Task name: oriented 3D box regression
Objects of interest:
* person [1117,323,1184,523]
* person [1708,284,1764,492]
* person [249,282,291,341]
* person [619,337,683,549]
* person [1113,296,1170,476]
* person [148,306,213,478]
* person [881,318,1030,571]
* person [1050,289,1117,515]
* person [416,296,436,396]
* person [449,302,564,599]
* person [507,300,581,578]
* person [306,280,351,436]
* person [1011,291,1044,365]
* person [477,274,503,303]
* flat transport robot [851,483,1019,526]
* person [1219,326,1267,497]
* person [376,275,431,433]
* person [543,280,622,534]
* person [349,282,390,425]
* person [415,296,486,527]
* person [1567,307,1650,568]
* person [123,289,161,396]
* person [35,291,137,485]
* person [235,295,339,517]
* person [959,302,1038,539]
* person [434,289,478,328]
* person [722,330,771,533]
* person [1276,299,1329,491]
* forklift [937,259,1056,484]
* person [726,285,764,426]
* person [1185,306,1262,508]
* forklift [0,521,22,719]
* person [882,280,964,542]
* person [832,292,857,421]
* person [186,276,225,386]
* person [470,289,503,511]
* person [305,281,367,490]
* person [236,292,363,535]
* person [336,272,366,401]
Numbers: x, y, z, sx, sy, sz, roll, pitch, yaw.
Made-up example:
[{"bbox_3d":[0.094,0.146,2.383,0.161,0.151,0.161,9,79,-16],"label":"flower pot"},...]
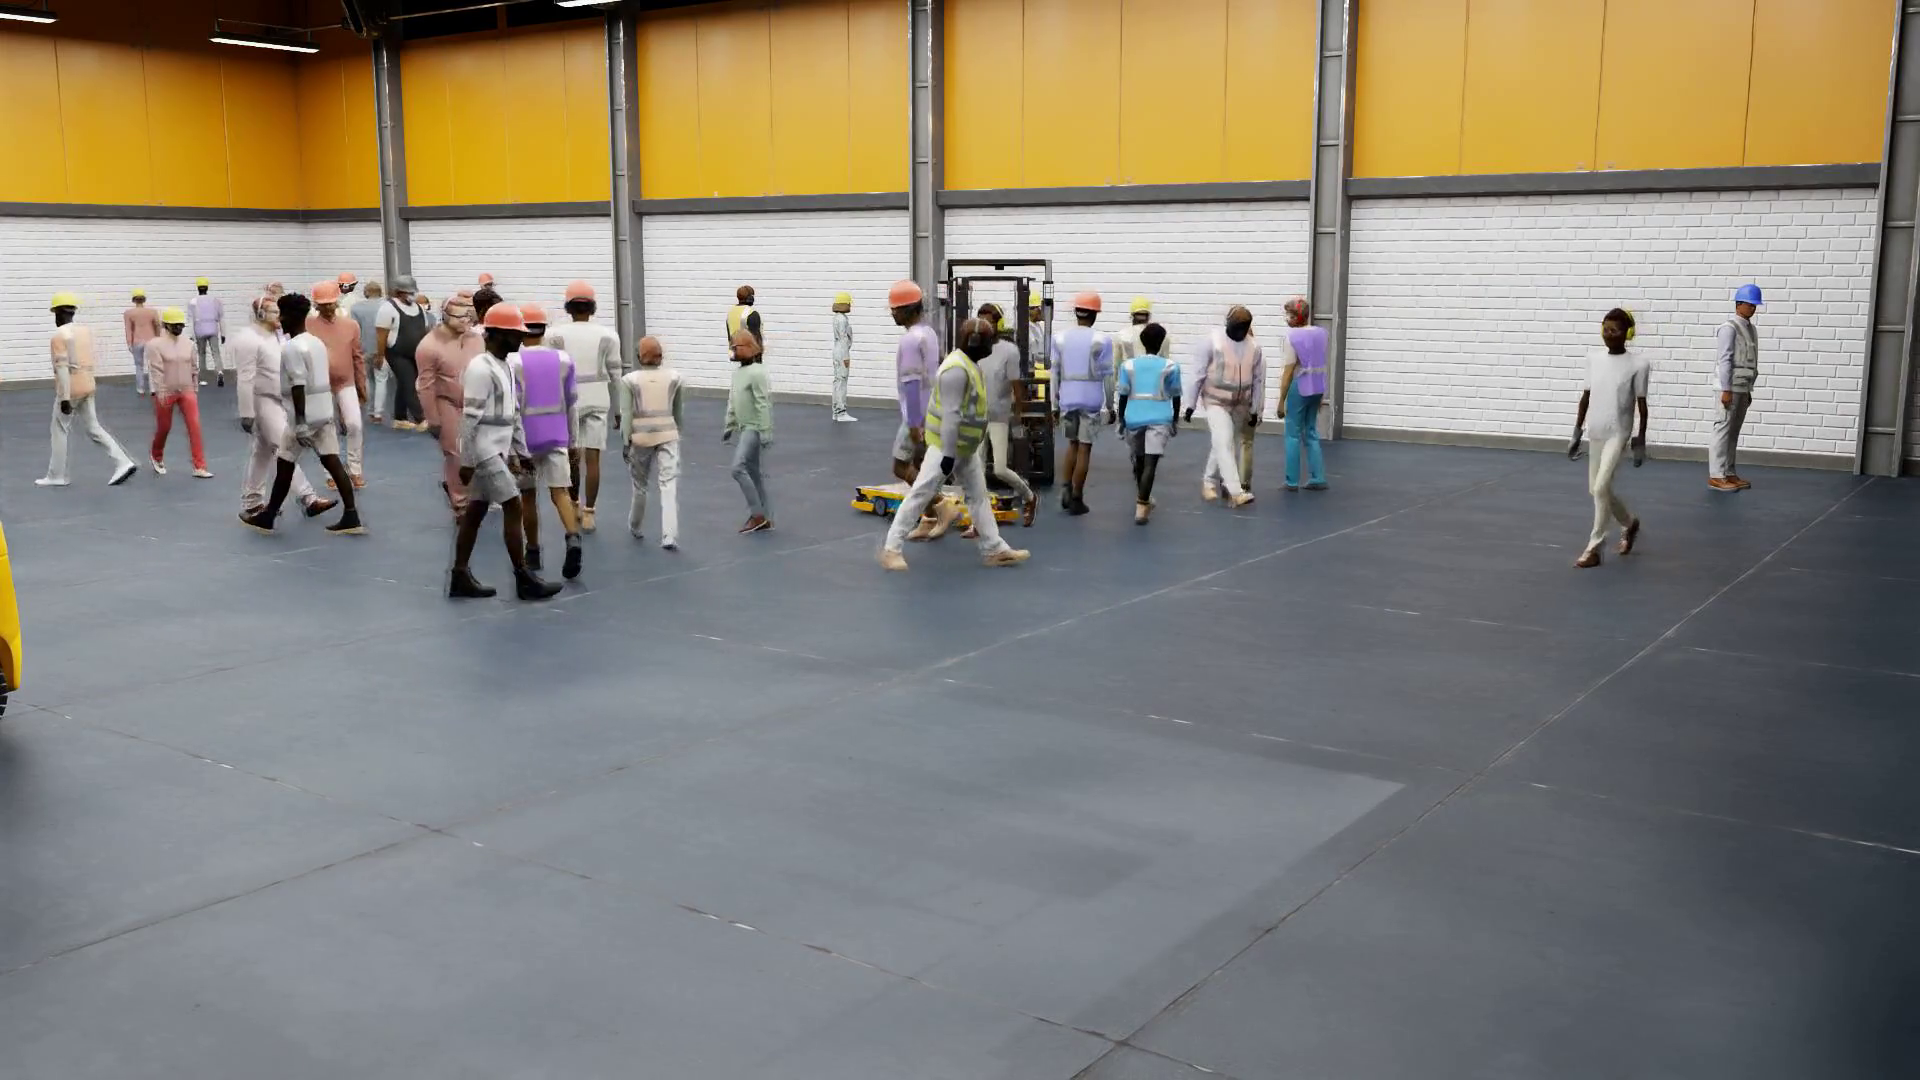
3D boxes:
[{"bbox_3d":[1.585,-0.985,13.905,0.539,1.636,0.885,4,10,21],"label":"person"},{"bbox_3d":[7.329,-1.435,15.702,0.605,1.943,0.402,-9,13,-43],"label":"person"},{"bbox_3d":[-8.949,-2.440,21.865,0.668,1.880,0.645,3,10,19],"label":"person"},{"bbox_3d":[-2.338,-0.742,12.634,0.497,1.585,0.903,-3,10,-19],"label":"person"},{"bbox_3d":[1.784,-1.569,16.924,0.621,1.792,0.872,-2,10,-12],"label":"person"},{"bbox_3d":[-7.879,-1.488,16.655,0.882,1.722,0.508,8,13,41],"label":"person"},{"bbox_3d":[-0.071,-0.659,11.643,1.042,1.774,0.671,2,10,12],"label":"person"},{"bbox_3d":[1.067,-1.170,14.197,0.545,1.916,0.523,5,11,29],"label":"person"},{"bbox_3d":[-8.479,-3.078,26.481,0.813,1.593,0.515,6,11,33],"label":"person"},{"bbox_3d":[-2.904,-0.557,10.608,0.868,1.890,0.549,0,10,-2],"label":"person"},{"bbox_3d":[-2.838,-0.684,11.377,0.570,1.904,0.897,-6,11,-32],"label":"person"},{"bbox_3d":[-7.720,-2.227,20.459,0.542,1.931,0.366,-7,12,-38],"label":"person"},{"bbox_3d":[0.783,-1.835,18.406,0.403,1.834,0.588,4,10,24],"label":"person"},{"bbox_3d":[-7.873,-3.452,27.722,1.039,1.932,0.641,7,12,34],"label":"person"},{"bbox_3d":[-0.228,-0.320,14.031,0.652,0.197,1.431,-8,13,-41],"label":"flat transport robot"},{"bbox_3d":[2.563,-1.208,15.369,0.506,1.605,0.806,3,10,16],"label":"person"},{"bbox_3d":[-6.943,-2.383,21.055,1.023,2.000,0.772,5,11,27],"label":"person"},{"bbox_3d":[-3.042,-1.087,13.469,0.629,1.991,1.018,-2,10,-14],"label":"person"},{"bbox_3d":[-7.776,-2.477,22.097,0.643,1.873,0.974,-3,10,-19],"label":"person"},{"bbox_3d":[-4.114,-1.037,13.518,0.547,1.876,0.681,7,12,35],"label":"person"},{"bbox_3d":[4.674,-0.737,11.888,0.846,1.834,0.521,-6,11,-32],"label":"person"},{"bbox_3d":[-13.143,-3.180,26.778,0.527,1.722,0.920,-5,11,-27],"label":"person"},{"bbox_3d":[-8.439,-1.447,15.989,0.937,1.880,0.595,1,10,4],"label":"person"},{"bbox_3d":[-5.655,-1.107,13.956,0.932,1.863,0.674,0,10,2],"label":"person"},{"bbox_3d":[0.282,-0.943,13.062,0.535,1.848,0.687,8,13,40],"label":"person"},{"bbox_3d":[-4.826,-1.518,16.376,0.660,1.888,0.400,-4,10,-22],"label":"person"},{"bbox_3d":[-1.692,-0.850,13.189,0.457,1.619,0.514,-4,10,-23],"label":"person"},{"bbox_3d":[3.179,-1.331,15.545,0.625,1.808,0.504,-8,12,-39],"label":"person"},{"bbox_3d":[0.370,-1.738,16.759,1.214,2.155,2.313,1,10,3],"label":"forklift"},{"bbox_3d":[-2.756,-2.379,21.616,0.429,1.846,0.630,-9,13,-42],"label":"person"},{"bbox_3d":[2.365,-1.180,14.722,0.697,1.757,1.005,-4,10,-23],"label":"person"},{"bbox_3d":[-5.296,-0.090,6.943,1.214,2.155,2.313,7,12,35],"label":"forklift"},{"bbox_3d":[-0.298,-0.953,12.599,0.560,2.019,0.649,3,10,18],"label":"person"},{"bbox_3d":[-1.577,-2.480,22.521,0.295,1.744,0.484,-3,10,-16],"label":"person"},{"bbox_3d":[-12.992,-3.594,28.693,0.602,1.902,0.850,-7,12,-34],"label":"person"},{"bbox_3d":[-4.113,-1.213,14.446,0.391,1.920,0.587,-5,11,-28],"label":"person"},{"bbox_3d":[-5.853,-1.425,15.566,0.623,1.963,0.653,-6,11,-31],"label":"person"},{"bbox_3d":[-5.198,-0.981,13.084,1.020,1.904,0.619,1,10,6],"label":"person"},{"bbox_3d":[-9.129,-3.014,24.947,0.376,1.995,0.612,-1,10,-6],"label":"person"}]
